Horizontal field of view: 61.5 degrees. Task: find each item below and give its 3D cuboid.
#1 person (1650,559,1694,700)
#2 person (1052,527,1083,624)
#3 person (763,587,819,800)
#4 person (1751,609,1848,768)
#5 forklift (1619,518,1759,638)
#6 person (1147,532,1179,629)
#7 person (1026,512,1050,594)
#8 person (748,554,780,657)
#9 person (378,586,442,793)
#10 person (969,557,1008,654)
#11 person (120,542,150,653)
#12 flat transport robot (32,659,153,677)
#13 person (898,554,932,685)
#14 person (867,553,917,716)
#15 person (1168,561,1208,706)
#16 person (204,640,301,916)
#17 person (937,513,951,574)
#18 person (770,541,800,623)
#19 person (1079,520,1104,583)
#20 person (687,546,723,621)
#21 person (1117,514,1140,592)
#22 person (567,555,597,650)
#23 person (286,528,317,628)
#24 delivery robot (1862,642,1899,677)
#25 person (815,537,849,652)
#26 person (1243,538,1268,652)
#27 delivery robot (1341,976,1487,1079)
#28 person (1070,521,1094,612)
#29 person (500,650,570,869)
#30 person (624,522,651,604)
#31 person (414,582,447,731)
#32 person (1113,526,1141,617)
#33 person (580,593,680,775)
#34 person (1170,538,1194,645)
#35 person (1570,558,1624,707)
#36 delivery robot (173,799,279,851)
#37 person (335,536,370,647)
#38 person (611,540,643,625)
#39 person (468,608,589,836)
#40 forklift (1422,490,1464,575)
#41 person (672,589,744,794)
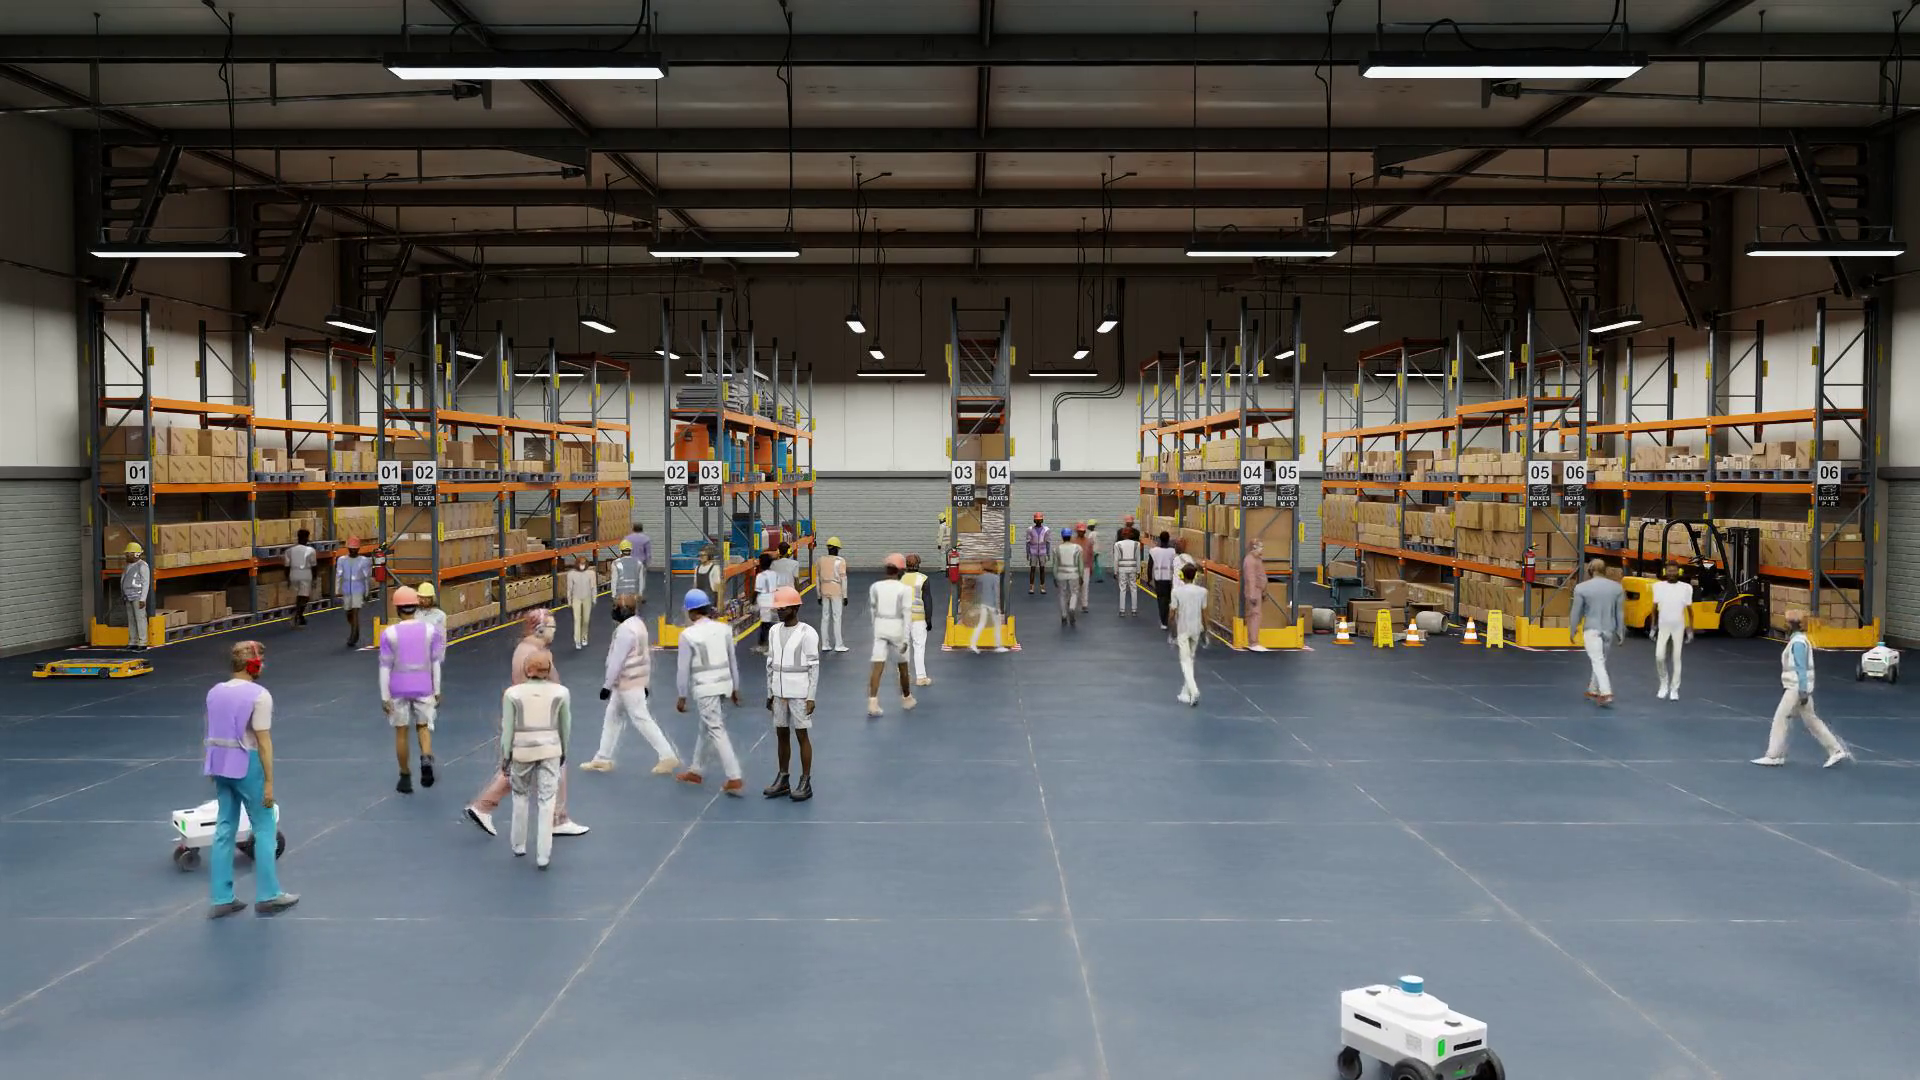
[{"bbox_3d":[9.336,1.176,21.160,0.551,1.849,0.492,1,3,29],"label":"person"},{"bbox_3d":[2.124,0.709,31.917,0.623,1.926,0.557,0,2,7],"label":"person"},{"bbox_3d":[-1.556,1.389,14.709,0.551,1.935,0.372,1,3,32],"label":"person"},{"bbox_3d":[8.500,1.494,16.267,0.835,1.605,0.532,1,3,28],"label":"person"},{"bbox_3d":[13.417,0.684,29.791,2.313,2.155,1.214,0,2,0],"label":"forklift"},{"bbox_3d":[3.929,0.770,31.268,0.593,1.861,0.983,0,2,-4],"label":"person"},{"bbox_3d":[1.953,0.322,40.261,0.605,2.044,0.375,0,2,-2],"label":"person"},{"bbox_3d":[-3.235,1.057,26.262,0.710,1.673,0.546,1,3,27],"label":"person"},{"bbox_3d":[-5.085,1.386,14.957,0.571,1.924,0.541,-1,3,-30],"label":"person"},{"bbox_3d":[0.458,1.079,26.696,0.508,1.599,0.803,2,3,45],"label":"person"},{"bbox_3d":[-13.770,0.955,26.926,0.587,1.833,0.404,1,3,33],"label":"person"},{"bbox_3d":[-12.715,1.874,23.691,1.431,0.197,0.652,0,2,0],"label":"flat transport robot"},{"bbox_3d":[-0.667,1.117,22.746,0.635,1.842,0.429,1,3,25],"label":"person"},{"bbox_3d":[-0.856,1.164,19.910,0.616,1.993,1.047,1,2,20],"label":"person"},{"bbox_3d":[2.947,1.198,20.749,0.521,1.847,0.841,0,2,-12],"label":"person"},{"bbox_3d":[-4.807,1.599,10.954,0.614,1.822,0.664,1,3,25],"label":"person"},{"bbox_3d":[-0.504,0.099,48.577,0.403,1.825,0.589,1,3,26],"label":"person"},{"bbox_3d":[-2.882,0.953,26.611,0.519,1.865,0.326,0,2,-3],"label":"person"},{"bbox_3d":[3.569,0.312,44.507,0.900,1.724,0.532,0,2,-1],"label":"person"},{"bbox_3d":[-4.097,1.010,25.649,0.520,1.819,0.723,2,3,41],"label":"person"},{"bbox_3d":[4.281,0.324,41.119,0.626,1.973,0.832,0,2,-2],"label":"person"},{"bbox_3d":[-6.494,1.043,27.681,0.492,1.597,0.789,-1,2,-22],"label":"person"},{"bbox_3d":[-12.721,0.741,31.109,0.602,1.939,0.790,0,2,7],"label":"person"},{"bbox_3d":[13.198,1.710,23.142,0.477,0.478,0.707,2,3,43],"label":"delivery robot"},{"bbox_3d":[-2.133,0.905,26.997,0.584,1.928,0.374,1,3,26],"label":"person"},{"bbox_3d":[4.966,0.916,27.079,0.415,1.905,0.649,1,2,14],"label":"person"},{"bbox_3d":[2.148,2.324,7.679,0.477,0.478,0.707,-1,3,-29],"label":"delivery robot"},{"bbox_3d":[2.597,0.564,35.091,0.631,1.970,0.837,0,2,-10],"label":"person"},{"bbox_3d":[-3.232,1.643,12.293,0.515,1.607,0.741,-1,2,-17],"label":"person"},{"bbox_3d":[-7.315,0.547,36.600,0.627,1.892,1.039,0,2,-9],"label":"person"},{"bbox_3d":[-6.255,1.335,18.895,0.480,1.710,0.858,-1,2,-16],"label":"person"},{"bbox_3d":[3.493,0.659,33.738,0.573,1.884,0.355,0,2,-6],"label":"person"},{"bbox_3d":[-3.233,1.415,15.937,0.991,1.791,0.613,0,2,-4],"label":"person"},{"bbox_3d":[3.896,0.895,27.923,0.497,1.871,0.609,2,3,38],"label":"person"},{"bbox_3d":[8.221,1.177,20.767,0.646,1.895,1.019,0,2,-2],"label":"person"},{"bbox_3d":[-5.584,2.141,12.282,0.707,0.478,0.477,-2,3,-36],"label":"delivery robot"},{"bbox_3d":[-10.561,0.877,28.130,0.551,1.904,0.900,0,2,-8],"label":"person"},{"bbox_3d":[-5.772,0.915,27.923,0.593,1.832,0.403,-2,3,-35],"label":"person"},{"bbox_3d":[-3.533,1.486,13.139,0.899,1.871,0.678,-1,2,-23],"label":"person"},{"bbox_3d":[13.926,-0.371,47.846,1.873,2.768,1.129,0,2,0],"label":"forklift"},{"bbox_3d":[-2.319,1.402,15.028,0.909,1.893,0.618,2,3,33],"label":"person"}]
